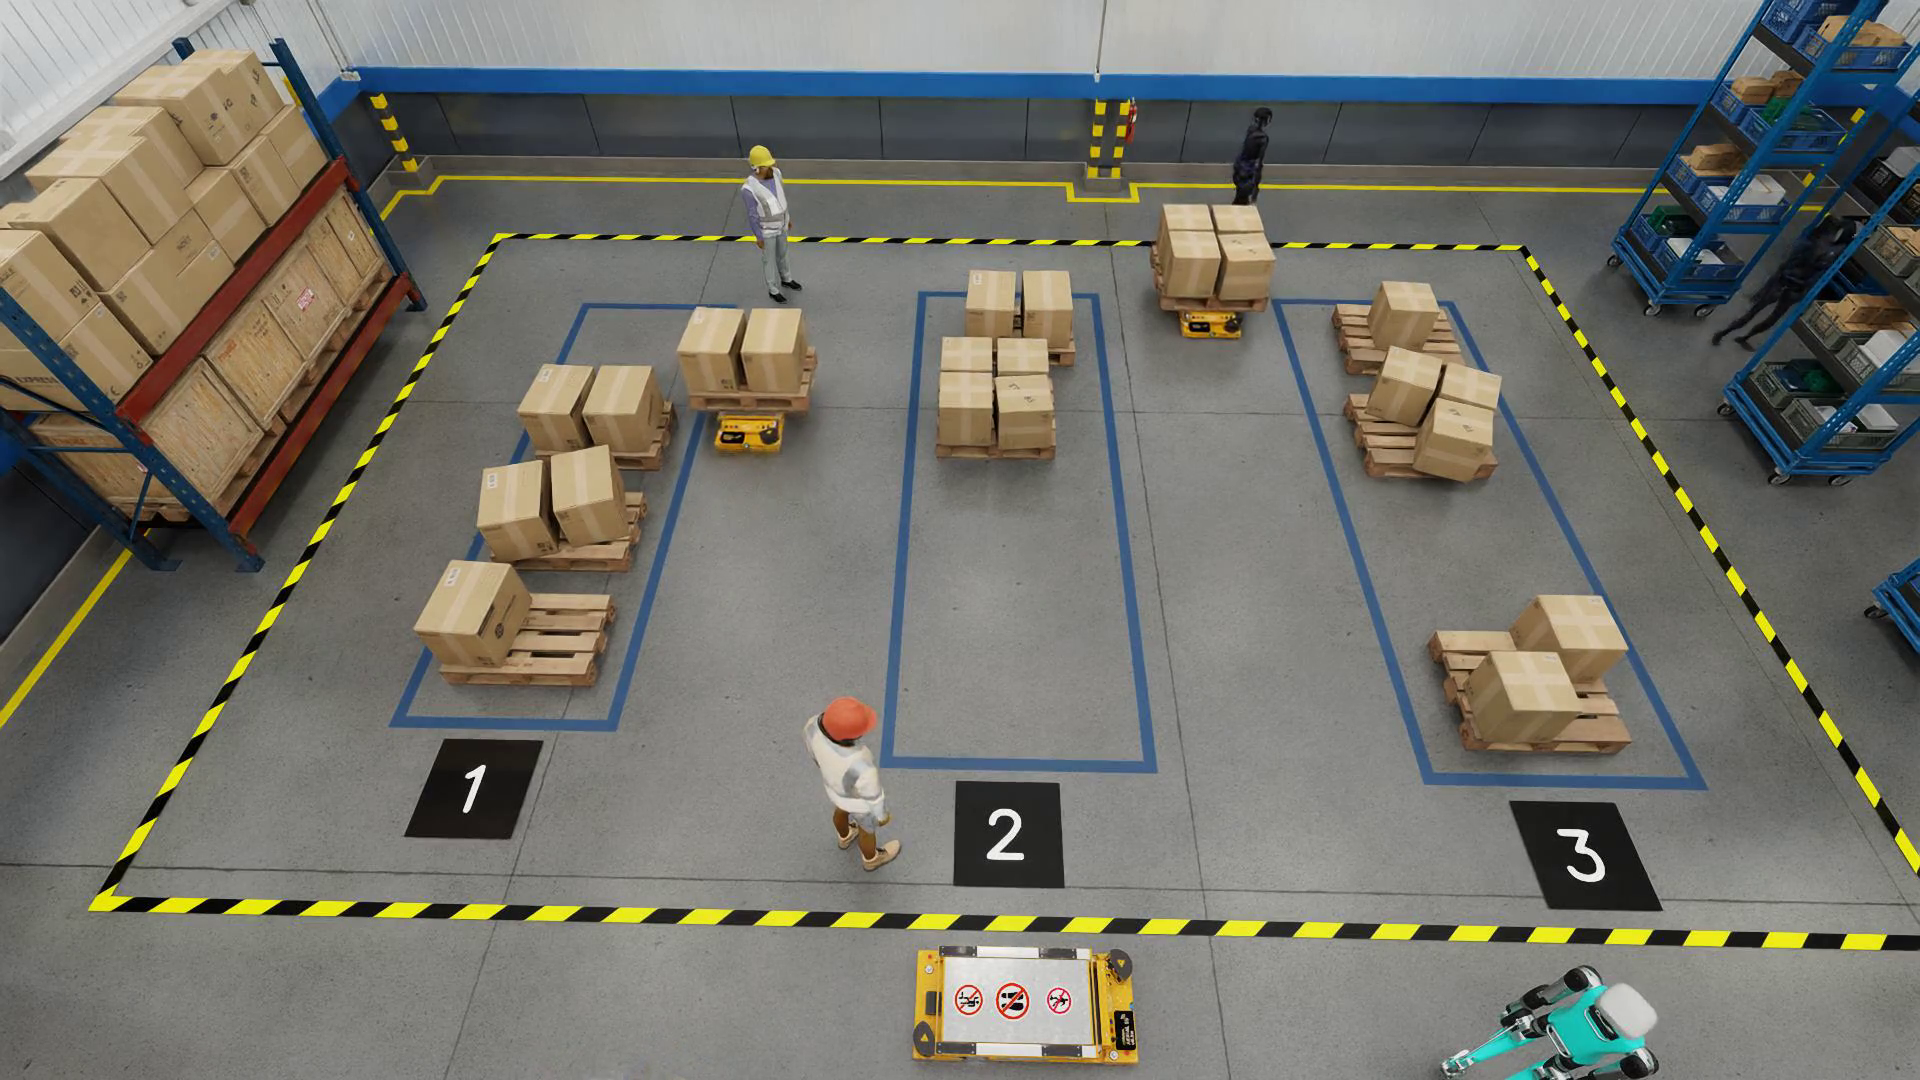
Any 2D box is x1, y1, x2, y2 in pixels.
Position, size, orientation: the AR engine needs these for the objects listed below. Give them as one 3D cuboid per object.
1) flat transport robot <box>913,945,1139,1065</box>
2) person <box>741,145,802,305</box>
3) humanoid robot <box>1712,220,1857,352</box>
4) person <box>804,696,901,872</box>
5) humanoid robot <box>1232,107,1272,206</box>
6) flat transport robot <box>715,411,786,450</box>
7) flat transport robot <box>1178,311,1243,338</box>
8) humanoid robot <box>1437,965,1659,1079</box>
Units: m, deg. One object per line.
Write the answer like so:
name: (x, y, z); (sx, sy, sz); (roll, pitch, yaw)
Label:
flat transport robot: (0.422, 3.041, 6.007); (1.431, 0.231, 0.659); (1, 51, 1)
person: (-2.123, -3.565, 10.379); (0.404, 1.837, 0.588); (24, 55, 18)
humanoid robot: (8.862, -2.704, 9.788); (0.608, 1.641, 0.392); (6, 51, 5)
person: (-0.686, 1.607, 6.034); (0.613, 2.038, 0.384); (36, 59, 25)
humanoid robot: (3.544, -4.497, 11.272); (0.791, 1.622, 0.595); (-6, 51, -5)
flat transport robot: (-2.150, -1.530, 9.715); (0.652, 0.197, 1.431); (1, 51, 1)
flat transport robot: (2.889, -2.918, 10.846); (0.652, 0.197, 1.431); (1, 51, 1)
humanoid robot: (3.098, 2.882, 5.100); (0.735, 1.681, 0.533); (-12, 52, -10)
